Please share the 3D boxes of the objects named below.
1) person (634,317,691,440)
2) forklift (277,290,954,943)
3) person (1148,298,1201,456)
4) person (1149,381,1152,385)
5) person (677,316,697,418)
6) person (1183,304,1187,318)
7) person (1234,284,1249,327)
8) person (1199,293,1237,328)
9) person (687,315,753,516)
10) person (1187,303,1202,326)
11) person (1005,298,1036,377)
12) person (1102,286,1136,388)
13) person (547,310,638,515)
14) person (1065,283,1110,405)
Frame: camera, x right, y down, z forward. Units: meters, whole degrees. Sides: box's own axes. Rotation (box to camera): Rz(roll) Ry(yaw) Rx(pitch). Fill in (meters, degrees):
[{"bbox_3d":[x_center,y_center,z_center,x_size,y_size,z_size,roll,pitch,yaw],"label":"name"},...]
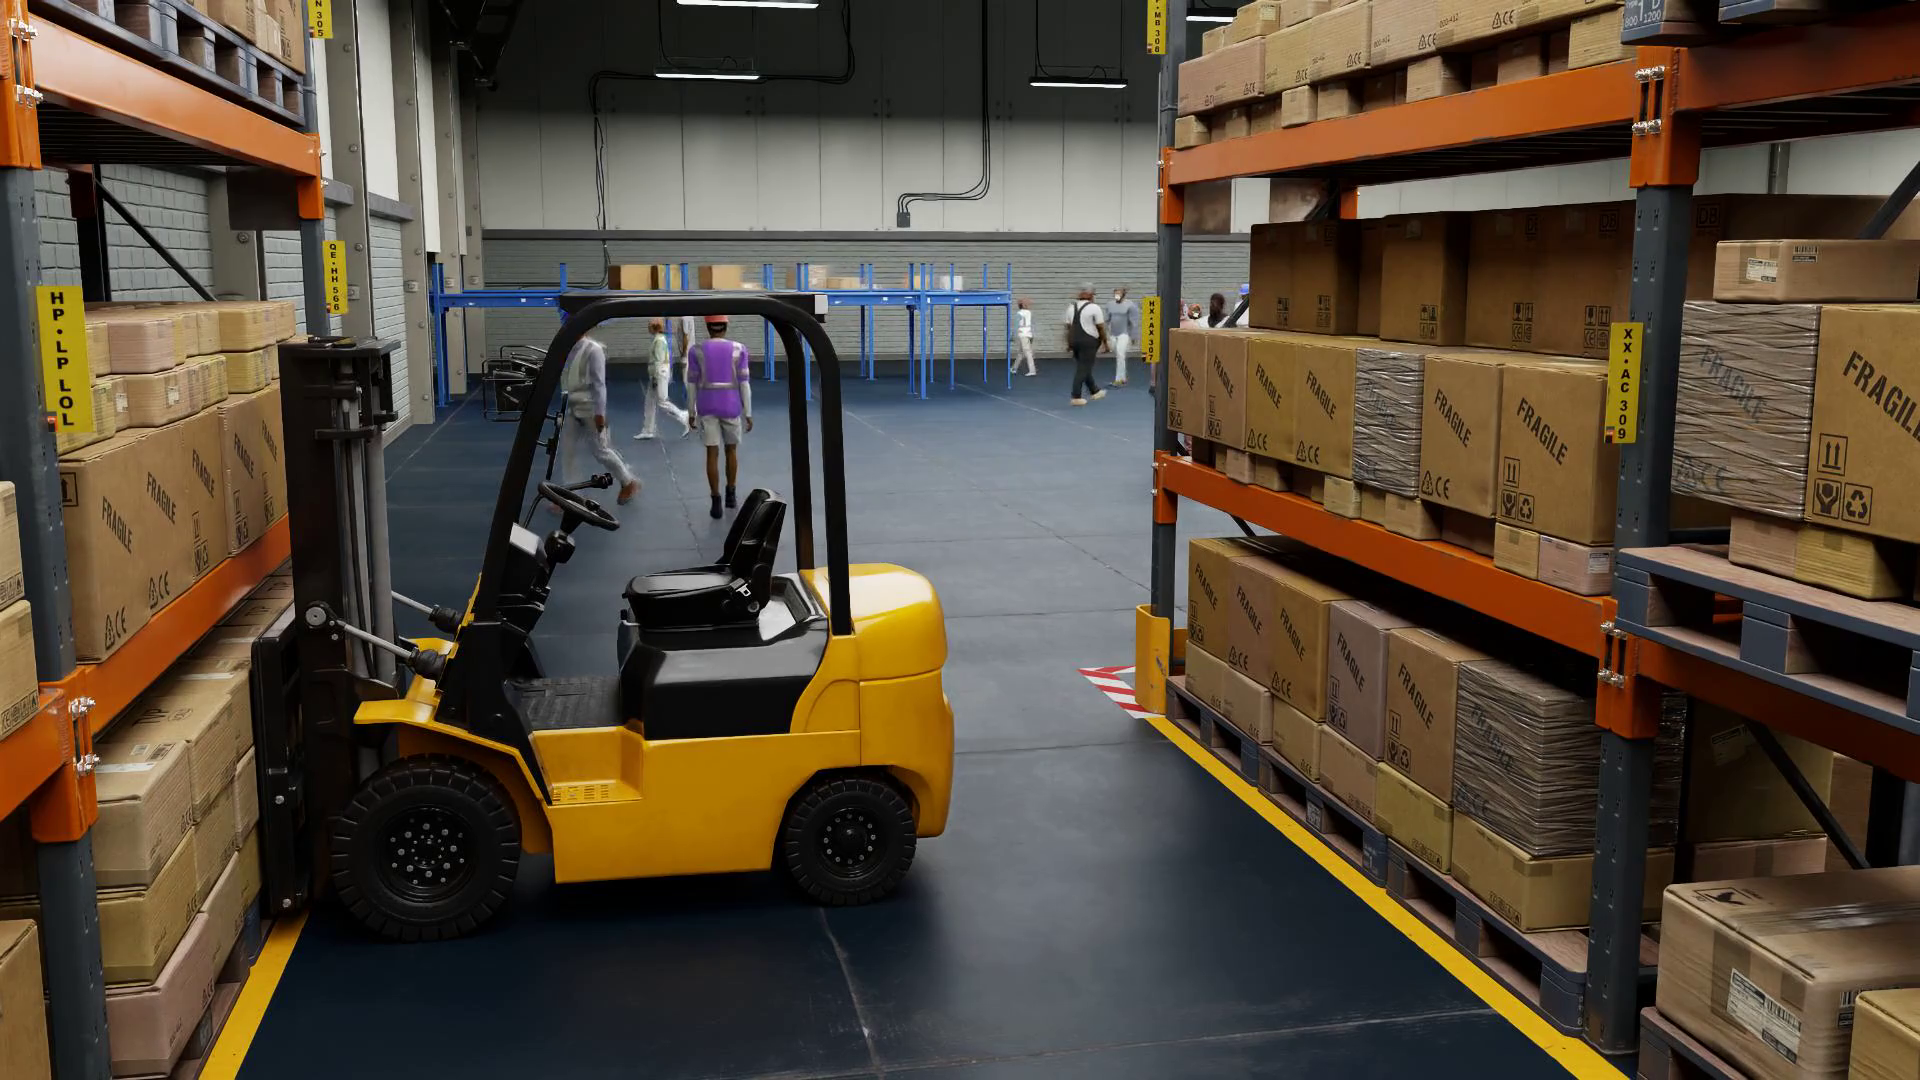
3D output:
[{"bbox_3d":[-3.905,-2.126,21.800,0.701,1.614,0.520,-4,10,-21],"label":"person"},{"bbox_3d":[-1.179,0.175,6.143,2.313,2.155,1.214,-2,10,-12],"label":"forklift"},{"bbox_3d":[2.489,-1.832,19.196,0.674,1.916,0.452,-3,10,-15],"label":"person"},{"bbox_3d":[3.754,-3.710,31.335,0.520,1.653,0.843,-5,10,-26],"label":"person"},{"bbox_3d":[-4.129,-2.772,24.999,0.311,1.863,0.510,-1,9,-6],"label":"person"},{"bbox_3d":[4.247,-4.144,33.225,0.606,1.903,0.653,-2,9,-10],"label":"person"},{"bbox_3d":[5.341,-3.804,31.047,0.602,1.938,0.401,8,12,39],"label":"person"},{"bbox_3d":[3.513,-2.420,22.700,0.624,1.906,0.605,-8,12,-41],"label":"person"},{"bbox_3d":[-2.224,-1.208,15.332,0.573,1.897,0.901,-2,9,-11],"label":"person"},{"bbox_3d":[4.048,-3.293,28.860,0.497,1.632,0.289,-2,10,-13],"label":"person"},{"bbox_3d":[1.260,-4.191,34.431,0.843,1.593,0.530,6,11,32],"label":"person"},{"bbox_3d":[2.930,-3.805,31.185,0.644,1.897,0.924,7,12,37],"label":"person"},{"bbox_3d":[-3.414,-1.222,15.407,0.619,1.918,0.906,7,12,37],"label":"person"},{"bbox_3d":[2.150,-3.252,27.496,0.997,2.000,0.689,-7,12,-37],"label":"person"}]
